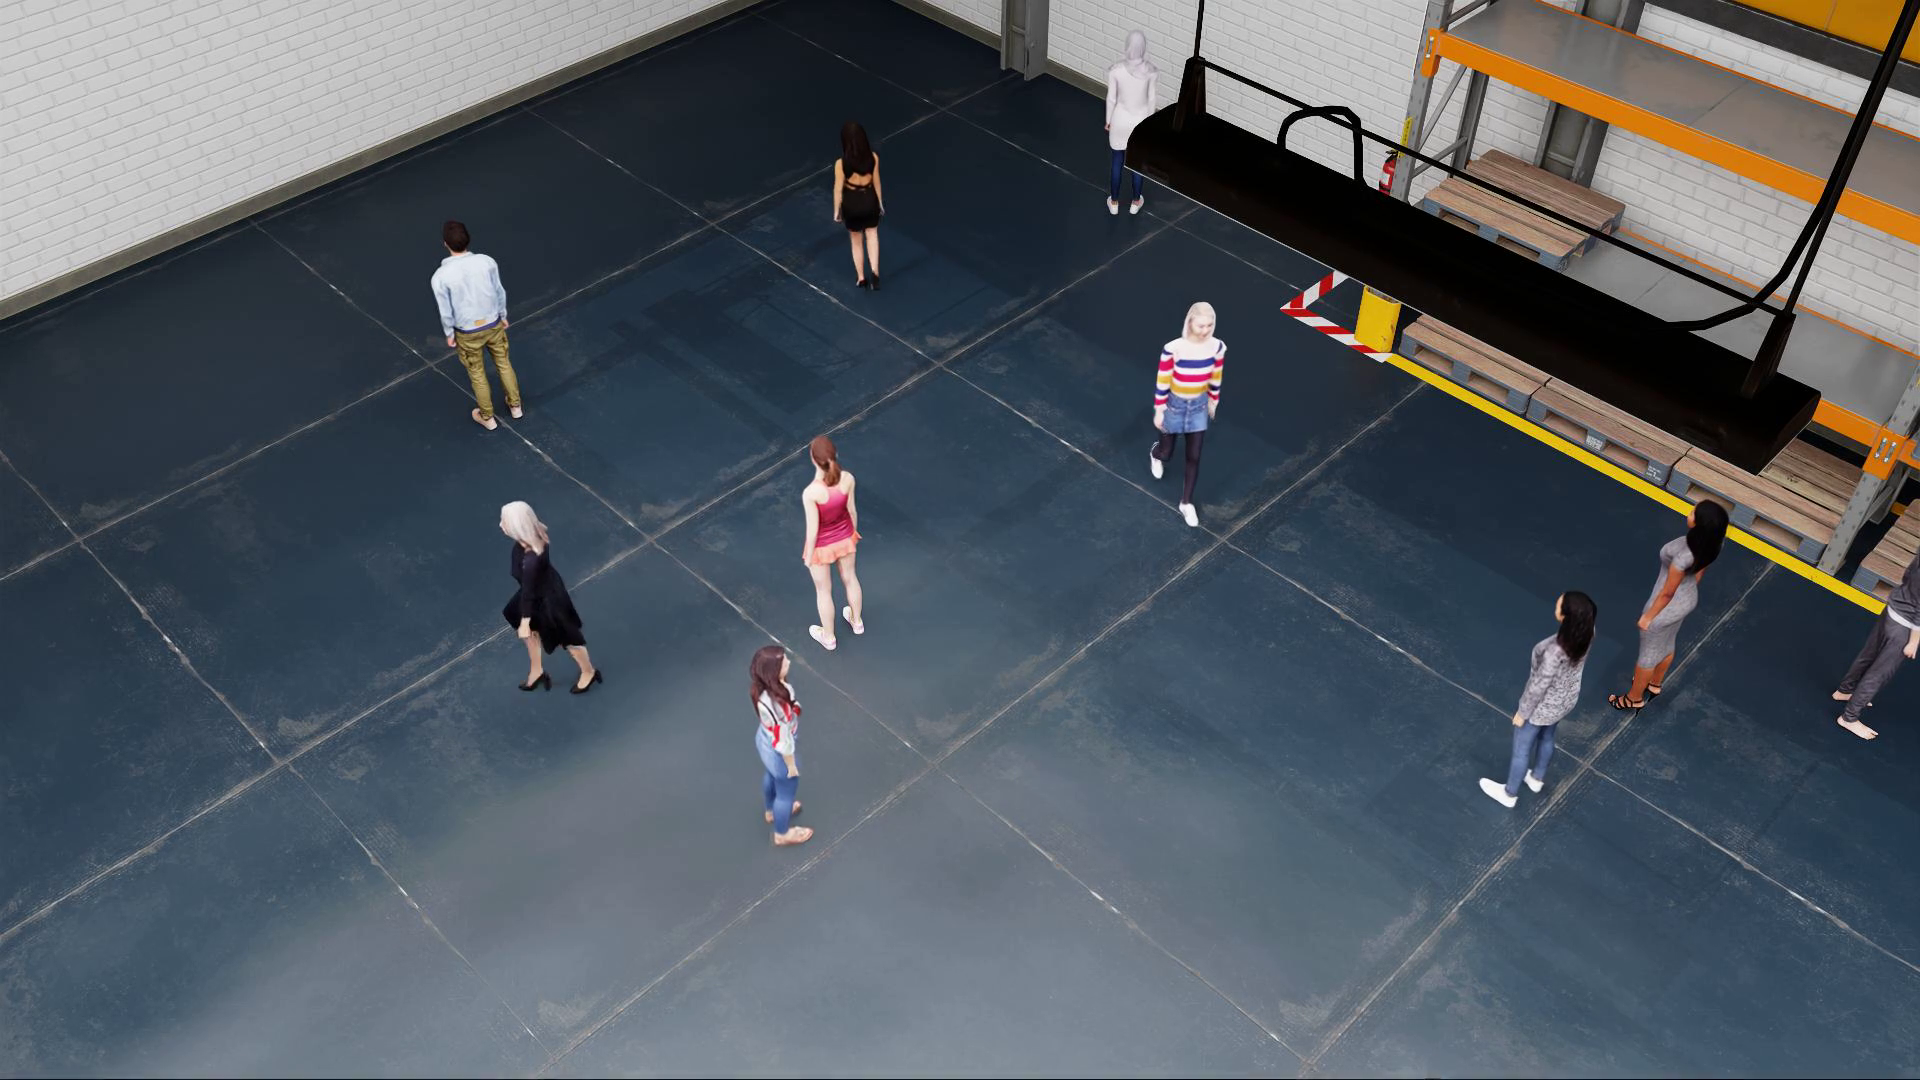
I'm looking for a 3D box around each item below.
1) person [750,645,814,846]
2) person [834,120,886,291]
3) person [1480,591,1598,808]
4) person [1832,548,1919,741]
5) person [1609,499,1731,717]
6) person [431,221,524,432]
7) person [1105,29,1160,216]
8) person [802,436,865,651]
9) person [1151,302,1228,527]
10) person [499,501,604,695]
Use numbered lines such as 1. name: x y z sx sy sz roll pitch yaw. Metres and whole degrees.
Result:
1. person: -1.093 1.210 9.889 0.716 1.610 0.582 -14 45 -14
2. person: -0.816 -2.747 14.023 0.731 1.638 0.794 -12 45 -12
3. person: 3.561 0.968 10.056 0.642 1.731 0.570 -28 50 -26
4. person: 5.962 0.514 10.509 0.669 1.764 0.675 12 45 12
5. person: 4.521 0.437 10.577 0.622 1.781 0.571 -25 49 -24
6. person: -3.695 -1.644 12.740 0.707 1.812 0.610 -27 50 -26
7. person: 1.530 -3.749 14.973 0.667 1.777 0.747 4 44 4
8. person: -0.863 0.011 11.046 0.594 1.752 0.569 -27 50 -26
9. person: 1.601 -0.982 12.061 0.998 1.789 1.111 -7 44 -7
10. person: -2.560 0.400 10.655 0.845 1.727 0.834 -12 45 -13
